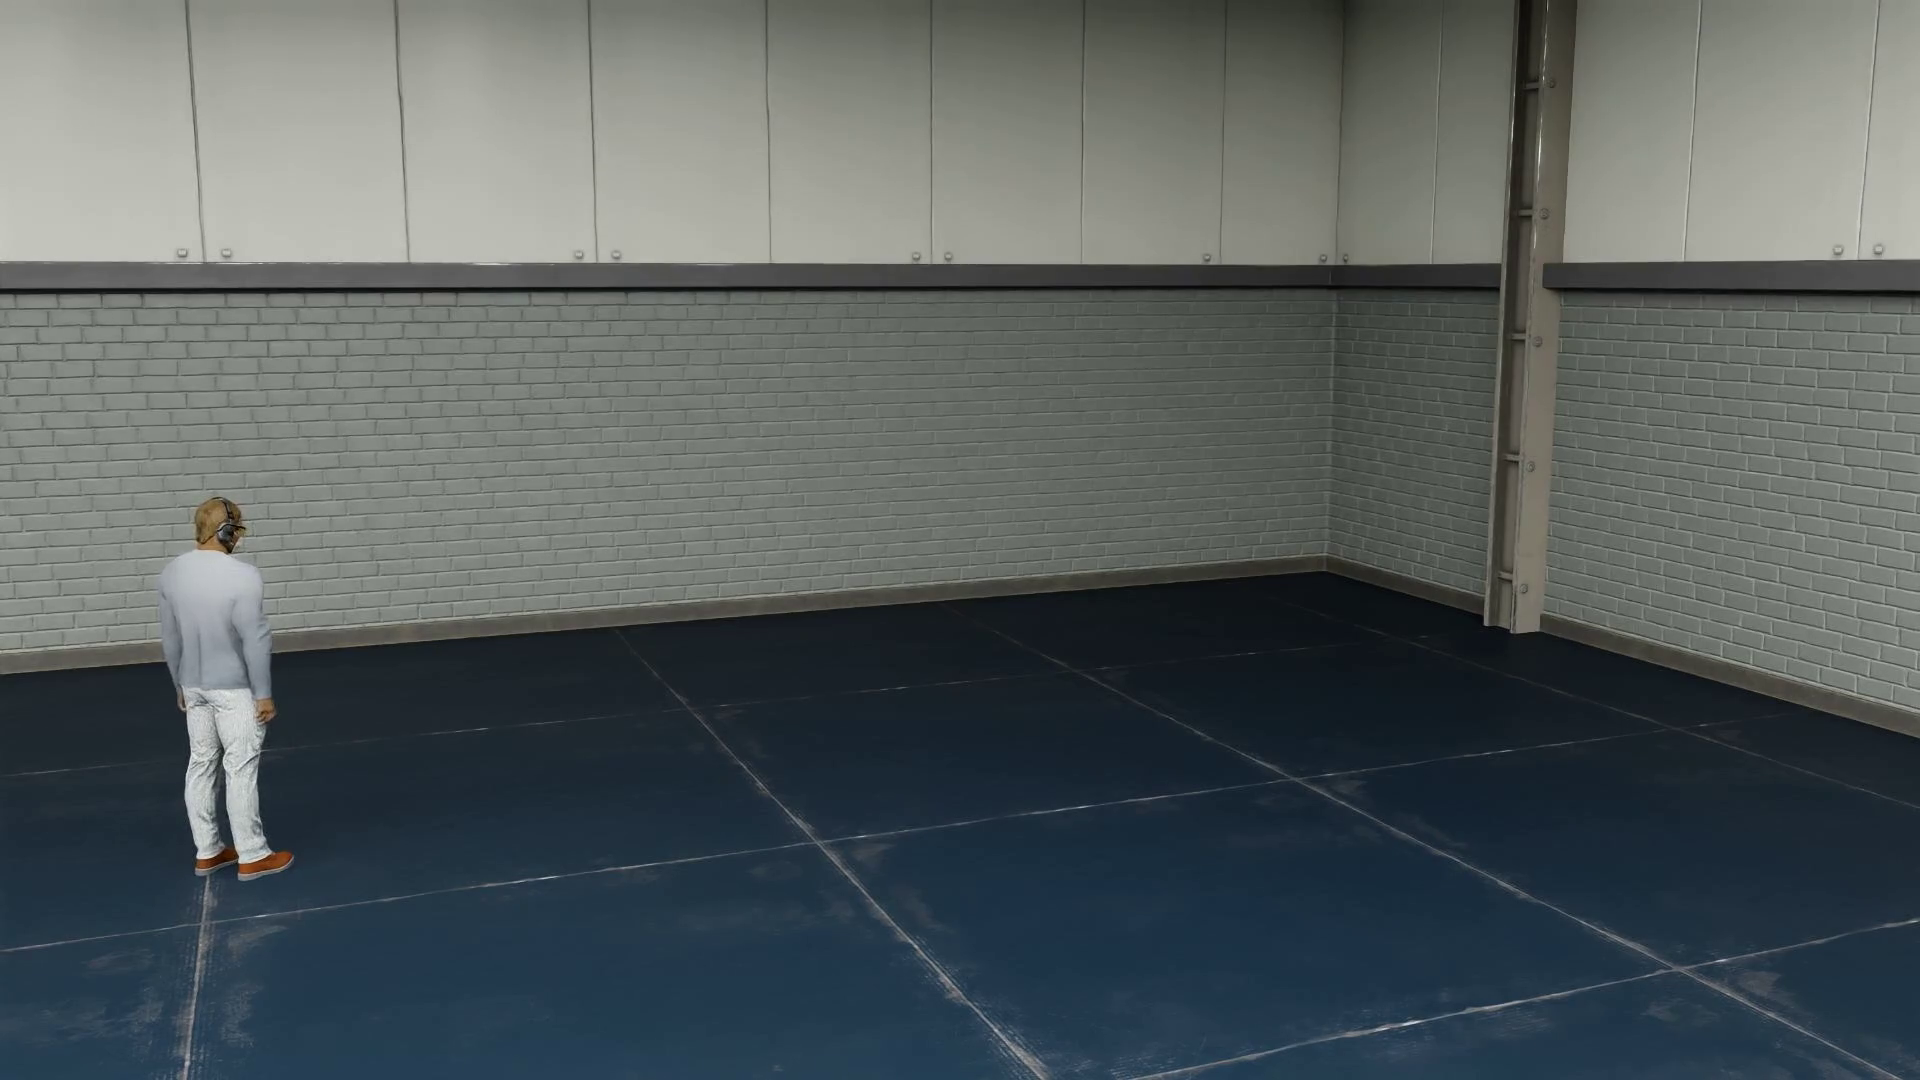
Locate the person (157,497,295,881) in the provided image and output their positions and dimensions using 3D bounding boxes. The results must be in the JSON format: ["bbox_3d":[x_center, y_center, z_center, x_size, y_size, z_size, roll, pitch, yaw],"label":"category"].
[{"bbox_3d":[-3.709,0.748,8.365,0.629,1.933,0.379,4,10,22],"label":"person"}]
